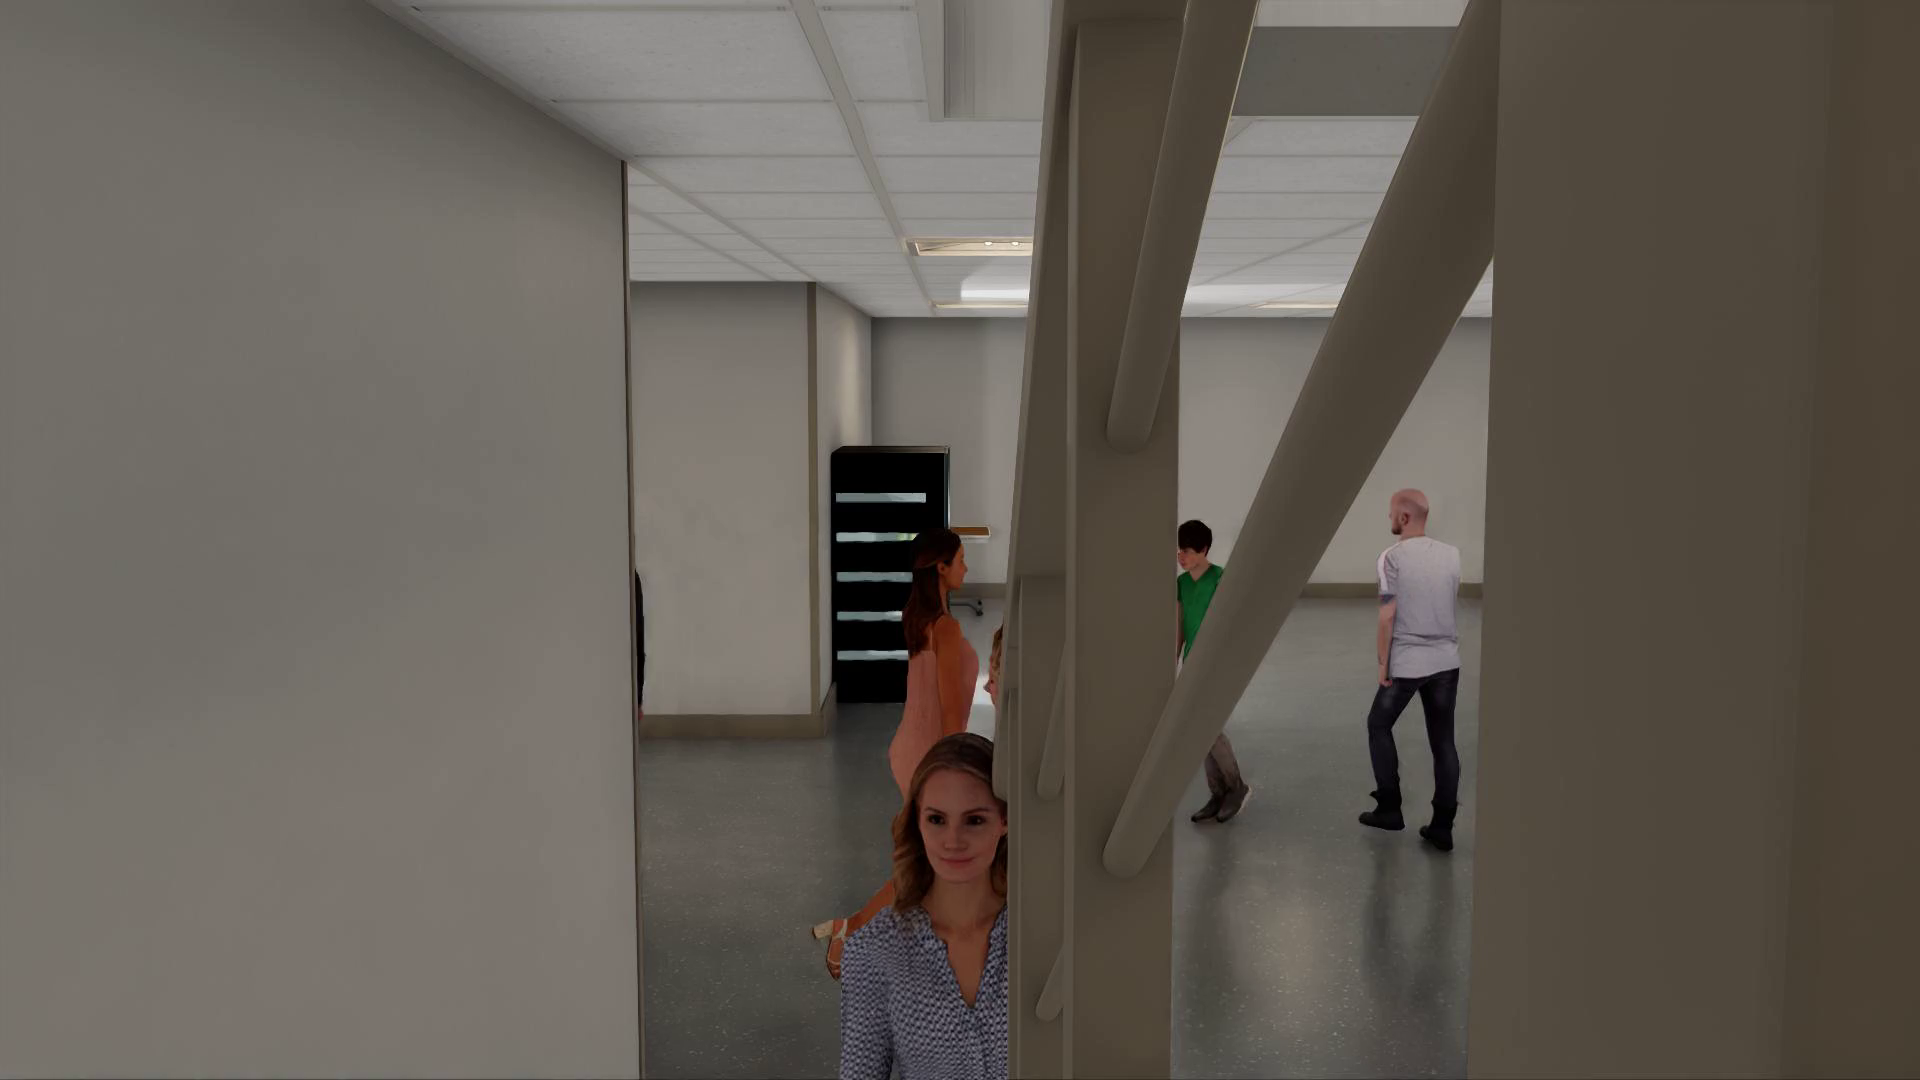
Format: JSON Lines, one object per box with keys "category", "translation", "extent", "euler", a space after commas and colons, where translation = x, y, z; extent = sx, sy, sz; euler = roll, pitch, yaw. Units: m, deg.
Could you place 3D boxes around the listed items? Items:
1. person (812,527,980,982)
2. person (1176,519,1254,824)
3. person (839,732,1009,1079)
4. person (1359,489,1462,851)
{"category": "person", "translation": [-0.198, 0.874, 6.259], "extent": [0.884, 1.814, 0.973], "euler": [-2, 6, -22]}
{"category": "person", "translation": [1.400, 0.697, 8.940], "extent": [0.825, 1.628, 0.758], "euler": [-5, 7, -39]}
{"category": "person", "translation": [0.023, 1.216, 3.051], "extent": [0.651, 1.774, 0.895], "euler": [0, 6, 4]}
{"category": "person", "translation": [2.357, 0.663, 8.375], "extent": [0.826, 1.810, 0.885], "euler": [-1, 6, -12]}
